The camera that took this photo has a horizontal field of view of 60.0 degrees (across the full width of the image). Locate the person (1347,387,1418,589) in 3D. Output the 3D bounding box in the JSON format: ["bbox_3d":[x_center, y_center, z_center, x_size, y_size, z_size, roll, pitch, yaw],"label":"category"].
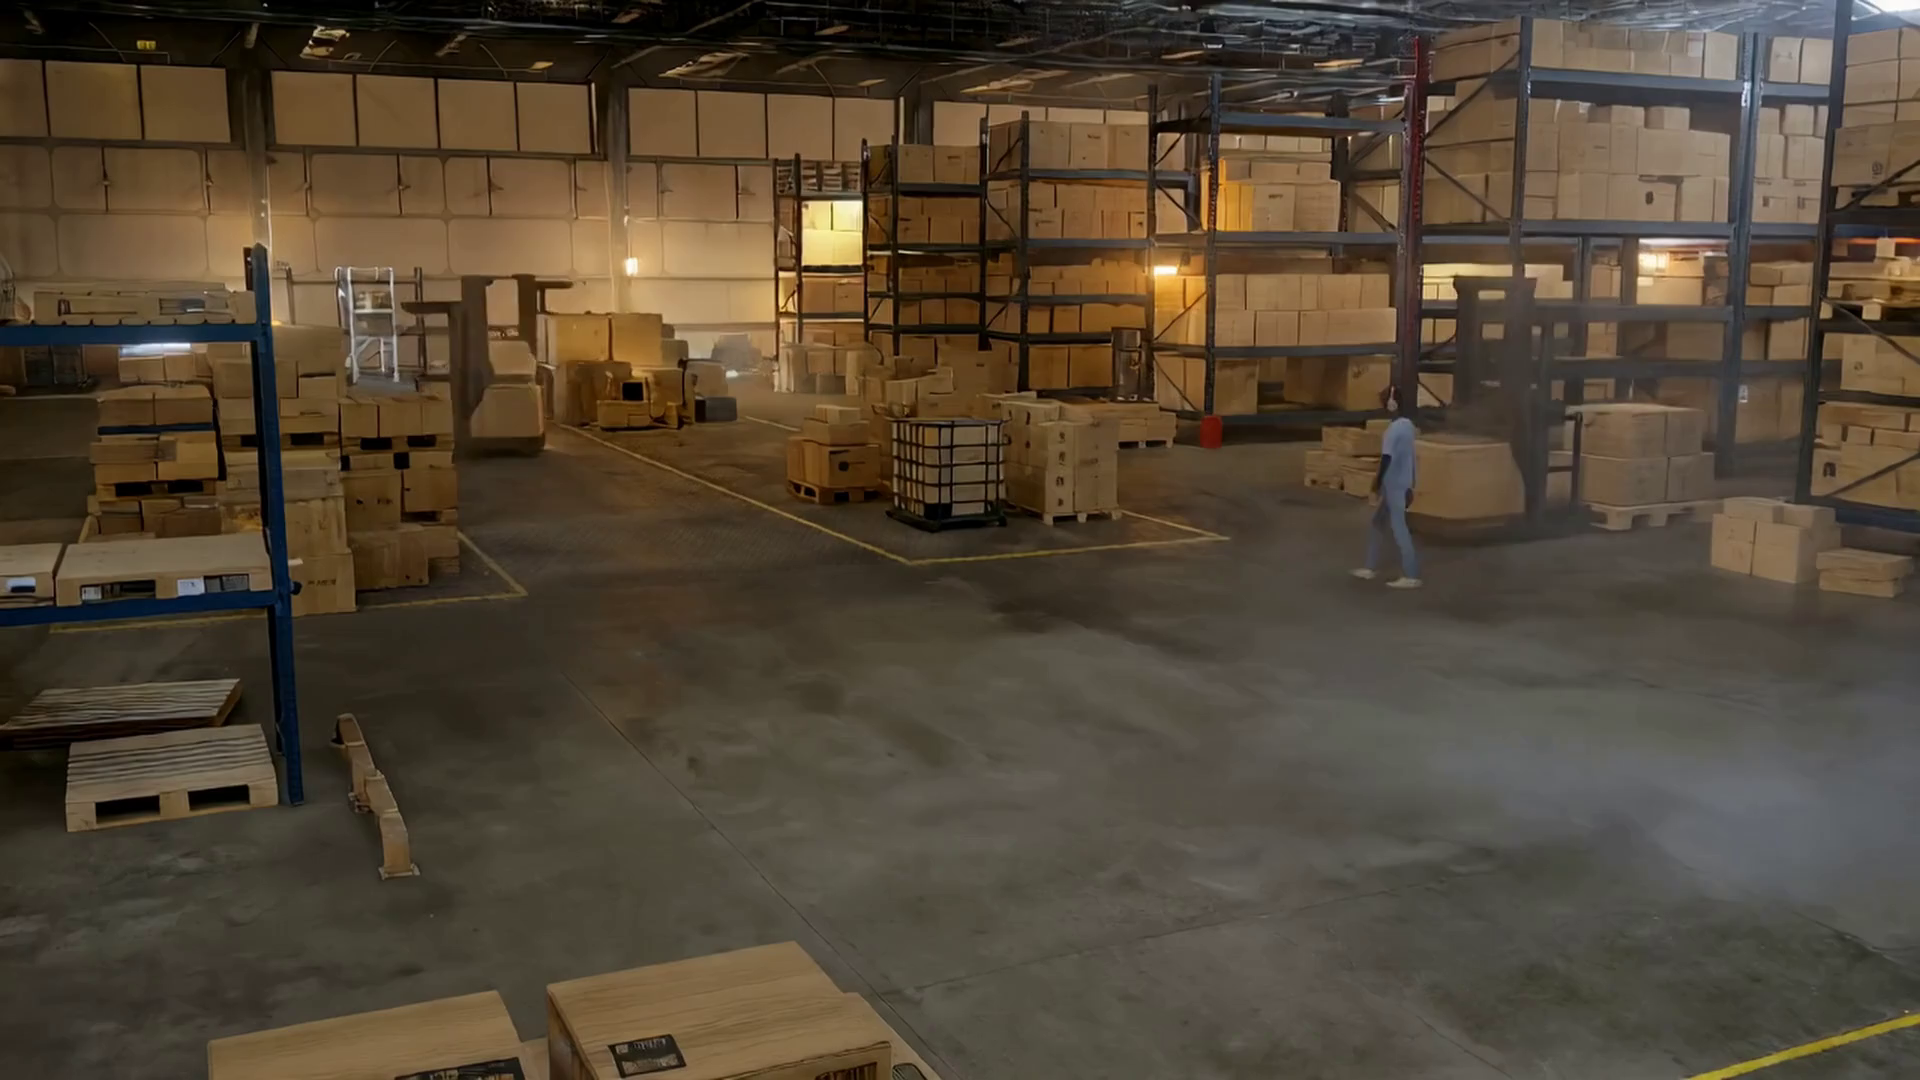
[{"bbox_3d":[3.866,-0.475,15.243,0.823,1.836,0.573,5,11,31],"label":"person"}]

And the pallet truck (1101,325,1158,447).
[{"bbox_3d":[2.881,-2.596,27.923,0.823,1.965,1.885,-1,9,-7],"label":"pallet truck"}]

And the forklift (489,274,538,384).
[{"bbox_3d":[-11.063,-5.390,42.530,1.873,2.768,1.129,-4,10,-25],"label":"forklift"}]

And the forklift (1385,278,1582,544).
[{"bbox_3d":[5.716,-1.446,18.056,1.873,2.768,1.129,-4,10,-25],"label":"forklift"}]

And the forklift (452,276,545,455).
[{"bbox_3d":[-7.592,-2.763,26.228,1.873,2.768,1.129,-2,9,-10],"label":"forklift"}]
